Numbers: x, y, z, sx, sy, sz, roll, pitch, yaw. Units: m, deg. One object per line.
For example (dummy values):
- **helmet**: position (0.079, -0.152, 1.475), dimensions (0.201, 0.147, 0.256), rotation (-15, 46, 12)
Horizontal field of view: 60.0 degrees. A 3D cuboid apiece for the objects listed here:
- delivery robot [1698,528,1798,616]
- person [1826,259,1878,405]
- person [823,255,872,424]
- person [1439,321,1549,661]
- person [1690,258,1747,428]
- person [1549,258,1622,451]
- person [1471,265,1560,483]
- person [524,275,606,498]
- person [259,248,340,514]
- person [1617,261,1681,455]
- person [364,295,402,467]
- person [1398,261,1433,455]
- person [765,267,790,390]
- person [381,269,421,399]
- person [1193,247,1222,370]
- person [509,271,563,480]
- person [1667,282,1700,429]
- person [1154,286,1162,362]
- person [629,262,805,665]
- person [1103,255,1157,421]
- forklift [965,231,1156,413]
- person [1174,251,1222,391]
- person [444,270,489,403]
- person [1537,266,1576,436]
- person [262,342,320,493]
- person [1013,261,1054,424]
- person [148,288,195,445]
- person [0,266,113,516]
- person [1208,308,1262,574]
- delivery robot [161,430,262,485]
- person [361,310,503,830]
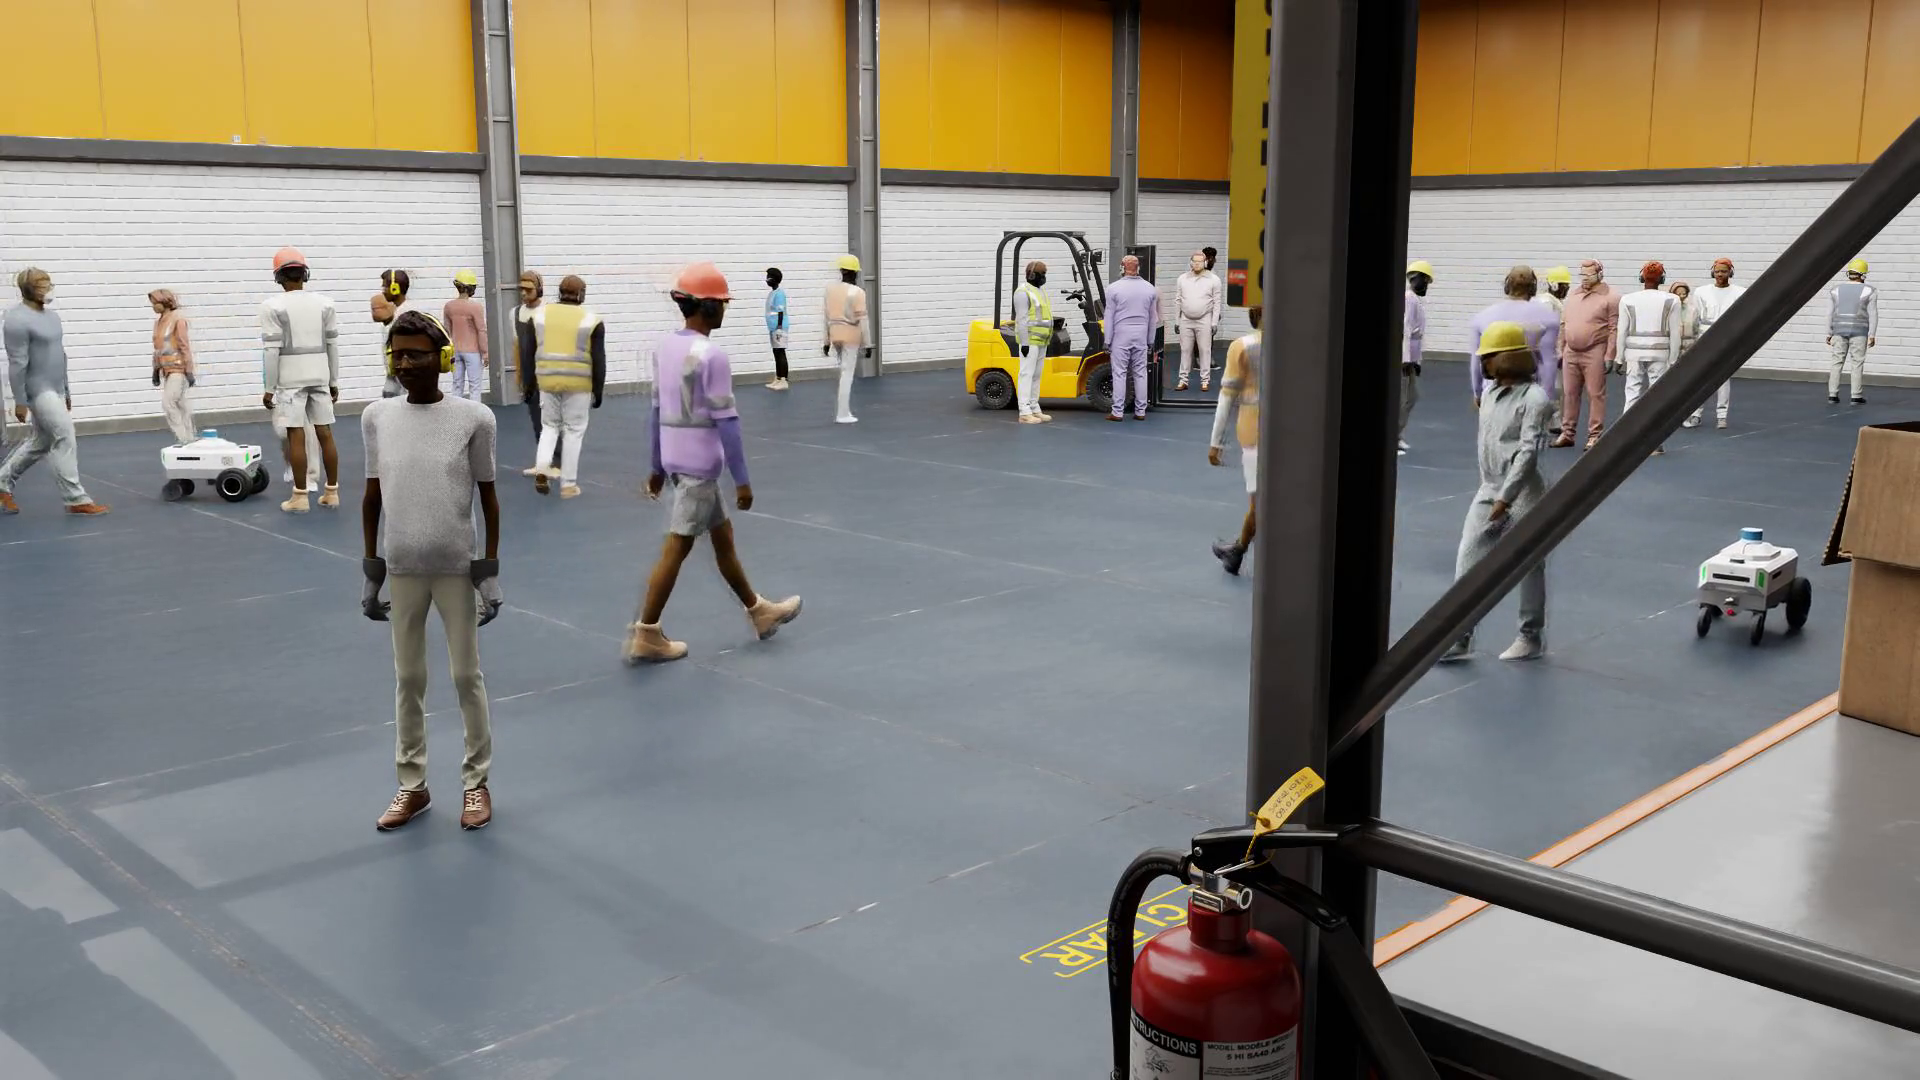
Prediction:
- **delivery robot**: position (4.256, 0.178, 8.970), dimensions (0.477, 0.478, 0.707), rotation (8, 13, 39)
- **person**: position (11.275, -2.626, 21.028), dimensions (0.404, 1.830, 0.601), rotation (-10, 14, -43)
- **person**: position (-1.247, -2.282, 18.944), dimensions (0.613, 1.905, 0.579), rotation (8, 13, 38)
- **person**: position (2.634, -0.213, 8.204), dimensions (0.780, 1.702, 0.482), rotation (-5, 11, -25)
- **person**: position (8.399, -2.179, 18.456), dimensions (0.583, 1.882, 0.337), rotation (5, 12, 26)
- **person**: position (6.221, -1.838, 16.550), dimensions (0.407, 1.903, 0.639), rotation (-8, 13, -38)
- **person**: position (4.169, -1.089, 12.459), dimensions (0.660, 1.897, 0.959), rotation (7, 12, 32)
- **person**: position (-3.191, -1.231, 13.485), dimensions (0.662, 1.814, 0.490), rotation (1, 10, 4)
- **person**: position (-5.087, -1.220, 12.821), dimensions (0.392, 2.033, 0.605), rotation (9, 14, 41)
- **person**: position (6.684, -1.761, 16.179), dimensions (0.573, 1.883, 0.356), rotation (5, 11, 25)
- **person**: position (-5.159, -1.422, 15.118), dimensions (0.699, 1.592, 0.514), rotation (-3, 11, -18)
- **person**: position (4.381, -1.784, 16.334), dimensions (0.426, 1.885, 0.661), rotation (3, 11, 17)
- **person**: position (-2.538, -2.926, 23.060), dimensions (0.320, 1.690, 0.536), rotation (-4, 11, -21)
- **person**: position (-4.725, -1.385, 14.236), dimensions (0.475, 1.848, 0.566), rotation (-2, 11, -9)
- **person**: position (3.907, -3.659, 26.351), dimensions (0.610, 1.953, 0.391), rotation (-9, 14, -40)
- **person**: position (-3.697, -1.431, 14.564), dimensions (0.503, 1.823, 0.478), rotation (4, 11, 22)
- **person**: position (7.897, -2.032, 18.360), dimensions (0.528, 1.625, 0.321), rotation (-1, 10, -3)
- **person**: position (2.505, -2.882, 22.668), dimensions (0.542, 1.745, 0.408), rotation (-5, 12, -26)
- **person**: position (-1.248, -0.392, 8.406), dimensions (1.060, 1.987, 0.634), rotation (-7, 13, -34)
- **person**: position (1.940, -2.314, 19.159), dimensions (0.644, 1.903, 0.401), rotation (-4, 11, -20)
- **forklift**: position (1.222, -2.721, 20.561), dimensions (2.313, 2.155, 1.214), rotation (2, 11, 13)
- **person**: position (3.239, -2.992, 22.811), dimensions (0.643, 1.913, 0.411), rotation (4, 11, 19)
- **person**: position (-5.247, -1.991, 17.750), dimensions (0.533, 1.767, 0.327), rotation (4, 11, 23)
- **person**: position (6.226, -1.998, 17.657), dimensions (0.612, 1.814, 0.605), rotation (6, 12, 29)
- **person**: position (-5.538, -1.219, 13.912), dimensions (0.532, 1.625, 0.479), rotation (-3, 11, -17)
- **person**: position (0.852, -2.255, 18.991), dimensions (0.429, 1.843, 0.622), rotation (5, 12, 25)
- **person**: position (-7.575, -1.585, 15.915), dimensions (0.531, 1.619, 0.496), rotation (8, 13, 39)
- **person**: position (-7.002, -1.111, 12.578), dimensions (0.931, 1.907, 0.637), rotation (-1, 10, -5)
- **person**: position (1.786, -0.644, 10.077), dimensions (0.573, 1.881, 0.993), rotation (-5, 11, -25)
- **delivery robot**: position (-6.061, -0.651, 13.471), dimensions (0.707, 0.478, 0.477), rotation (0, 10, -4)
- **person**: position (-1.902, 0.117, 5.974), dimensions (0.513, 1.872, 0.328), rotation (0, 10, -1)
